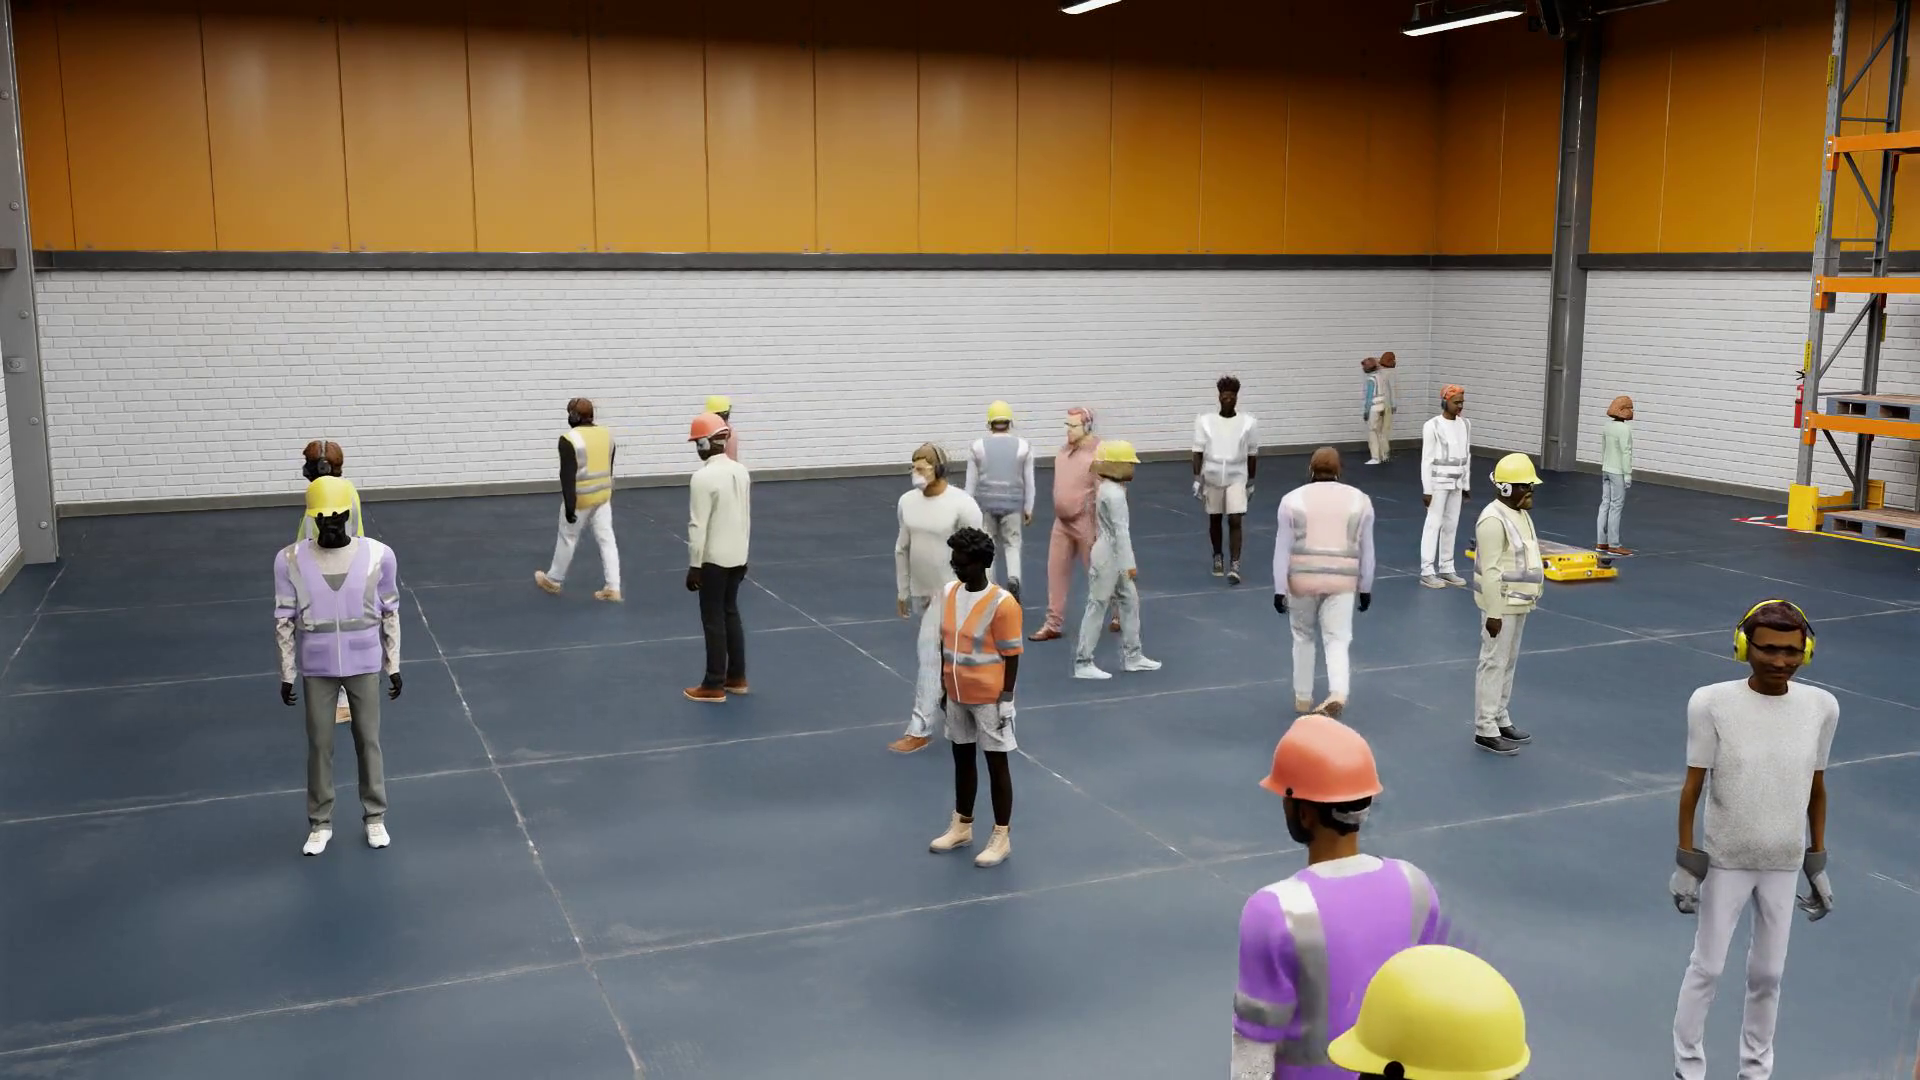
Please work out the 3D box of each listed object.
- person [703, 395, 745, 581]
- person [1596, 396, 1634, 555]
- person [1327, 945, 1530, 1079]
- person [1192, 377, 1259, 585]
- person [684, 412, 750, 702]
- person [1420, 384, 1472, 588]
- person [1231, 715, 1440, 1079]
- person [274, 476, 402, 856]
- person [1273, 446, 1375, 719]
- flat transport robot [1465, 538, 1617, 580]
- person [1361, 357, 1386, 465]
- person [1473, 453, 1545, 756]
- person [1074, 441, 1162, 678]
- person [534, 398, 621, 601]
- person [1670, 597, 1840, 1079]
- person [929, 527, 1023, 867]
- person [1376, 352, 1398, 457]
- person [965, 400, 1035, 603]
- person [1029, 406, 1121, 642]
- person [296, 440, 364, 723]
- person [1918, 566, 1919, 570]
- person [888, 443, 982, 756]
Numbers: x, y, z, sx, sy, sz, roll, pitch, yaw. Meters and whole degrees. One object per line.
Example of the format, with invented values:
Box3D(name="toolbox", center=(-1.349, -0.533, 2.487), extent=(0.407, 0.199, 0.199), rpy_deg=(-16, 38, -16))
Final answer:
Box3D(name="person", center=(-2.225, -0.475, 15.563), extent=(0.346, 1.762, 0.540), rpy_deg=(-5, 10, -26))
Box3D(name="person", center=(6.769, -0.669, 17.123), extent=(0.279, 1.634, 0.499), rpy_deg=(-1, 9, -5))
Box3D(name="person", center=(0.755, 1.572, 2.660), extent=(0.379, 1.924, 0.594), rpy_deg=(1, 9, 3))
Box3D(name="person", center=(2.472, -0.557, 15.563), extent=(0.603, 1.916, 1.007), rpy_deg=(2, 10, 13))
Box3D(name="person", center=(-1.654, 0.121, 11.311), extent=(0.421, 1.979, 0.631), rpy_deg=(4, 10, 23))
Box3D(name="person", center=(4.476, -0.495, 15.339), extent=(0.574, 1.882, 0.339), rpy_deg=(-6, 11, -33))
Box3D(name="person", center=(0.912, 1.374, 3.932), extent=(0.544, 1.915, 0.742), rpy_deg=(-5, 11, -28))
Box3D(name="person", center=(-3.121, 0.628, 8.383), extent=(0.594, 1.924, 0.381), rpy_deg=(-3, 10, -18))
Box3D(name="person", center=(2.358, 0.303, 10.762), extent=(0.658, 1.807, 0.822), rpy_deg=(2, 9, 9))
Box3D(name="flat transport robot", center=(5.646, 0.160, 16.220), extent=(0.652, 0.197, 1.431), rpy_deg=(-3, 10, -20))
Box3D(name="person", center=(6.156, -1.921, 24.786), extent=(0.406, 1.605, 0.598), rpy_deg=(4, 10, 20))
Box3D(name="person", center=(3.349, 0.380, 10.166), extent=(0.404, 1.831, 0.600), rpy_deg=(6, 11, 33))
Box3D(name="person", center=(1.170, 0.155, 11.905), extent=(0.759, 1.717, 0.505), rpy_deg=(1, 9, 4))
Box3D(name="person", center=(-3.382, -0.363, 14.769), extent=(0.963, 1.794, 0.655), rpy_deg=(7, 11, 35))
Box3D(name="person", center=(2.702, 1.108, 5.663), extent=(0.534, 1.864, 0.310), rpy_deg=(0, 9, 3))
Box3D(name="person", center=(0.084, 0.767, 8.249), extent=(0.325, 1.690, 0.536), rpy_deg=(-9, 13, -44))
Box3D(name="person", center=(6.633, -2.115, 25.885), extent=(0.274, 1.632, 0.507), rpy_deg=(-3, 10, -18))
Box3D(name="person", center=(0.346, -0.296, 14.334), extent=(0.600, 1.817, 0.579), rpy_deg=(-1, 9, -4))
Box3D(name="person", center=(1.004, -0.141, 13.224), extent=(0.932, 1.873, 0.655), rpy_deg=(-7, 12, -36))
Box3D(name="person", center=(-4.086, 0.267, 10.827), extent=(0.430, 1.845, 0.620), rpy_deg=(-3, 10, -17))
Box3D(name="person", center=(9.530, -0.596, 15.993), extent=(0.521, 1.865, 0.328), rpy_deg=(-1, 9, -4))
Box3D(name="person", center=(-0.104, 0.322, 10.383), extent=(0.629, 1.893, 1.031), rpy_deg=(8, 13, 41))
